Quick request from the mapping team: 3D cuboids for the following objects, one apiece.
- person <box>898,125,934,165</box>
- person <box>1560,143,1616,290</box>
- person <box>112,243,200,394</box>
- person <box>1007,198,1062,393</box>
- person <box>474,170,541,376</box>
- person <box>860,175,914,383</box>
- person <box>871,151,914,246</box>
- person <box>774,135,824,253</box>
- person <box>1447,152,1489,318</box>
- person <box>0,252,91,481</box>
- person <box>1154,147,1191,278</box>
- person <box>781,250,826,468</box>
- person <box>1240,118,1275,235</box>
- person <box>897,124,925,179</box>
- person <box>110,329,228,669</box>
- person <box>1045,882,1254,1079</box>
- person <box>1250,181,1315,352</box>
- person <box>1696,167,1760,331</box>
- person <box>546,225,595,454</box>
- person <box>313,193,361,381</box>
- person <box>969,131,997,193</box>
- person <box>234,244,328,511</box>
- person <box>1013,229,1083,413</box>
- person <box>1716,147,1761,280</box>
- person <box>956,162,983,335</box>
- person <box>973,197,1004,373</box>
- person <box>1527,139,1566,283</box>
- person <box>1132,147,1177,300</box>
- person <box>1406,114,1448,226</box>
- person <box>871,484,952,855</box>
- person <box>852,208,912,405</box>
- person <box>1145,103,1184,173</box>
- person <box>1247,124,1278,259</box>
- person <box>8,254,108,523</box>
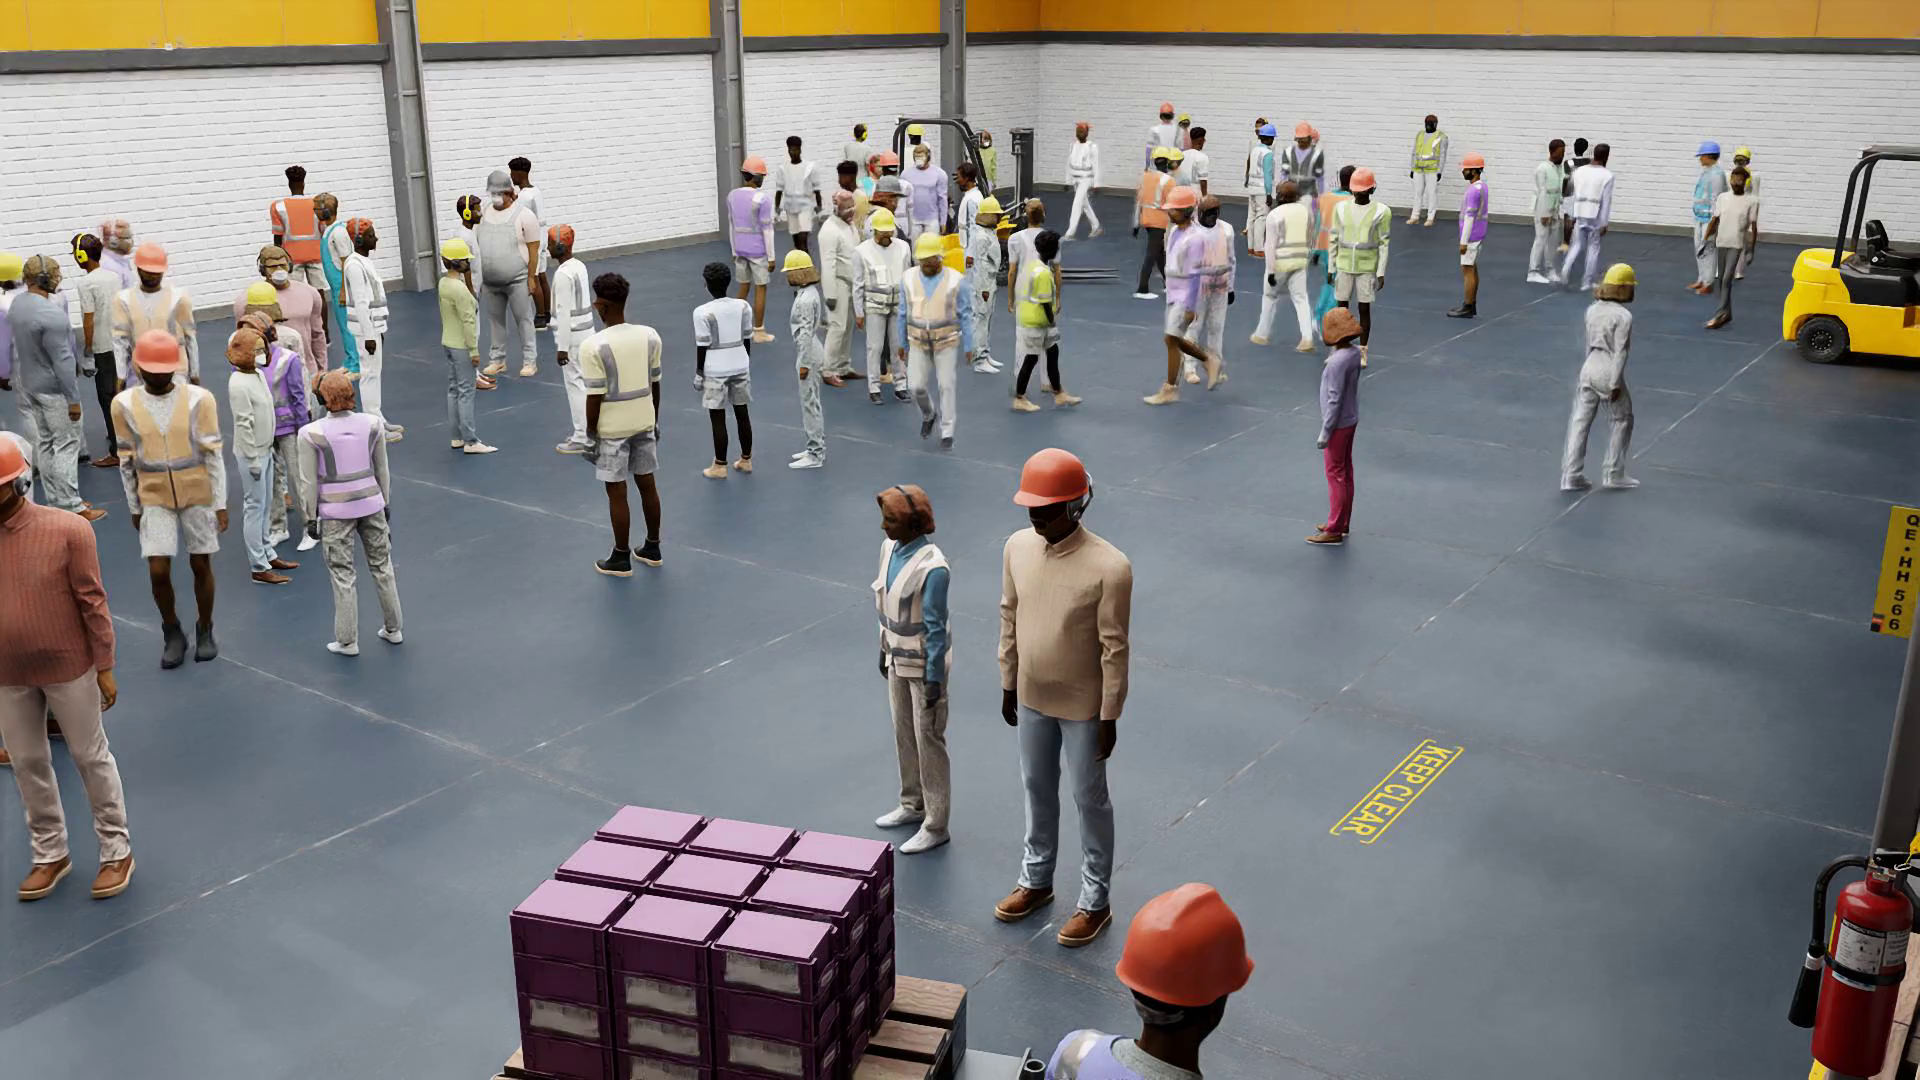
[{"bbox_3d":[-0.689,-5.465,25.513,0.601,1.941,0.395,-2,18,-8],"label":"person"},{"bbox_3d":[8.142,-4.181,21.556,0.585,1.898,0.615,-13,22,-35],"label":"person"},{"bbox_3d":[-6.051,-1.296,12.575,0.546,1.887,0.967,-3,18,-10],"label":"person"},{"bbox_3d":[0.707,-2.306,15.784,0.513,1.846,0.340,1,18,3],"label":"person"},{"bbox_3d":[-4.520,-2.638,16.509,0.684,2.000,0.538,4,18,11],"label":"person"},{"bbox_3d":[-0.723,-2.568,16.289,0.544,2.000,0.720,-1,18,-3],"label":"person"},{"bbox_3d":[-0.822,-3.681,19.950,0.544,1.930,0.387,-9,20,-27],"label":"person"},{"bbox_3d":[-2.197,-4.383,22.129,0.640,1.932,0.892,5,18,16],"label":"person"},{"bbox_3d":[6.025,-3.601,19.697,0.385,1.930,0.545,9,20,26],"label":"person"},{"bbox_3d":[-7.155,-1.369,12.973,0.466,1.783,0.646,10,20,29],"label":"person"},{"bbox_3d":[2.879,-4.398,22.458,0.326,1.767,0.533,-13,22,-34],"label":"person"},{"bbox_3d":[-1.247,-1.447,13.289,0.323,1.728,0.489,-2,18,-5],"label":"person"},{"bbox_3d":[4.814,-5.845,26.813,0.521,1.874,0.327,14,23,37],"label":"person"},{"bbox_3d":[-0.685,-5.228,24.793,0.589,1.927,0.386,14,22,36],"label":"person"},{"bbox_3d":[-4.308,-0.210,9.137,0.538,1.907,0.558,-6,19,-18],"label":"person"},{"bbox_3d":[0.424,1.601,3.439,0.384,1.929,0.551,-15,23,-38],"label":"person"},{"bbox_3d":[3.527,-2.929,17.818,0.626,1.808,0.930,-7,19,-22],"label":"person"},{"bbox_3d":[8.787,-3.346,19.061,0.776,1.832,0.526,-12,21,-32],"label":"person"},{"bbox_3d":[-3.187,-1.648,13.685,0.351,1.878,0.568,0,18,0],"label":"person"},{"bbox_3d":[-6.092,-2.477,16.326,0.325,1.841,0.516,-9,20,-27],"label":"person"},{"bbox_3d":[0.383,-5.932,27.498,0.497,1.624,0.309,-8,19,-22],"label":"person"},{"bbox_3d":[-4.900,-1.188,12.137,0.638,1.938,0.357,-16,24,-41],"label":"person"},{"bbox_3d":[0.818,-1.961,14.982,0.640,1.680,0.572,1,18,4],"label":"person"},{"bbox_3d":[10.501,-4.414,22.518,0.523,1.761,0.328,7,19,20],"label":"person"},{"bbox_3d":[0.142,-3.266,18.672,0.372,1.916,0.597,0,18,0],"label":"person"},{"bbox_3d":[0.292,-2.574,16.790,0.295,1.744,0.485,3,18,10],"label":"person"},{"bbox_3d":[7.865,-4.395,22.236,0.600,1.907,0.453,-16,24,-41],"label":"person"},{"bbox_3d":[2.576,-4.010,21.068,0.956,1.862,0.645,-11,21,-30],"label":"person"},{"bbox_3d":[7.892,-6.244,28.128,0.635,1.841,0.429,16,24,41],"label":"person"},{"bbox_3d":[-0.201,0.544,7.220,0.320,1.631,0.524,-10,20,-28],"label":"person"},{"bbox_3d":[-0.699,-2.155,15.368,0.601,1.817,0.403,-8,19,-24],"label":"person"},{"bbox_3d":[3.520,-6.503,28.686,0.624,1.996,1.047,-2,18,-7],"label":"person"},{"bbox_3d":[4.443,-5.118,24.434,0.415,1.939,0.605,-4,18,-12],"label":"person"},{"bbox_3d":[-6.380,-1.046,11.721,0.636,1.928,0.383,14,22,36],"label":"person"}]
